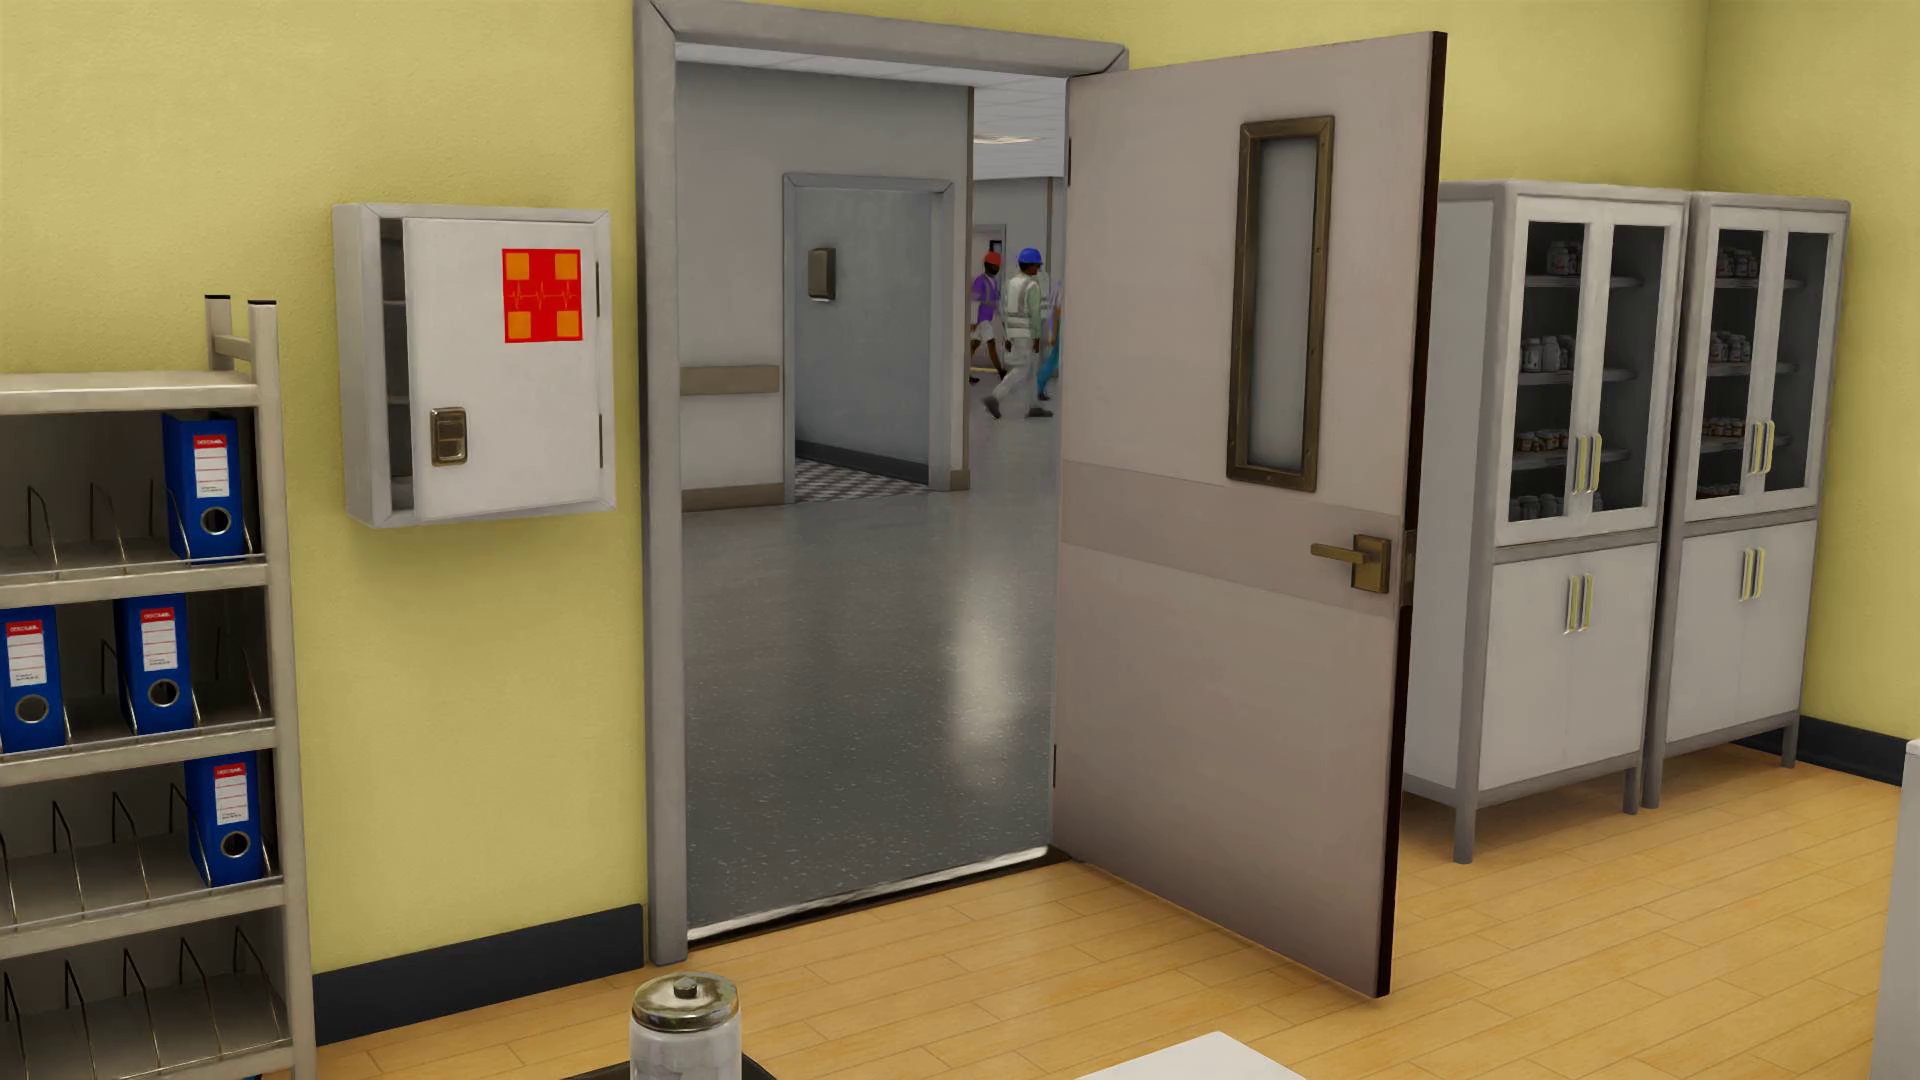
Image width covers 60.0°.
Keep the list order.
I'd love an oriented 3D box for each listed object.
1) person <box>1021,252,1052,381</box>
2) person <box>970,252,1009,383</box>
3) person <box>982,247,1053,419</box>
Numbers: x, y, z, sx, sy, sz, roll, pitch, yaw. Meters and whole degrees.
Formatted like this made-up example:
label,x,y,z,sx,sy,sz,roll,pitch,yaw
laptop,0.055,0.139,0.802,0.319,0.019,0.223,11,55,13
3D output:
label,x,y,z,sx,sy,sz,roll,pitch,yaw
person,1.103,-3.297,24.464,0.415,1.937,0.605,8,12,37
person,0.433,-3.160,23.752,0.992,1.872,0.578,4,10,17
person,0.651,-2.294,18.517,0.904,1.920,0.624,-4,11,-26
